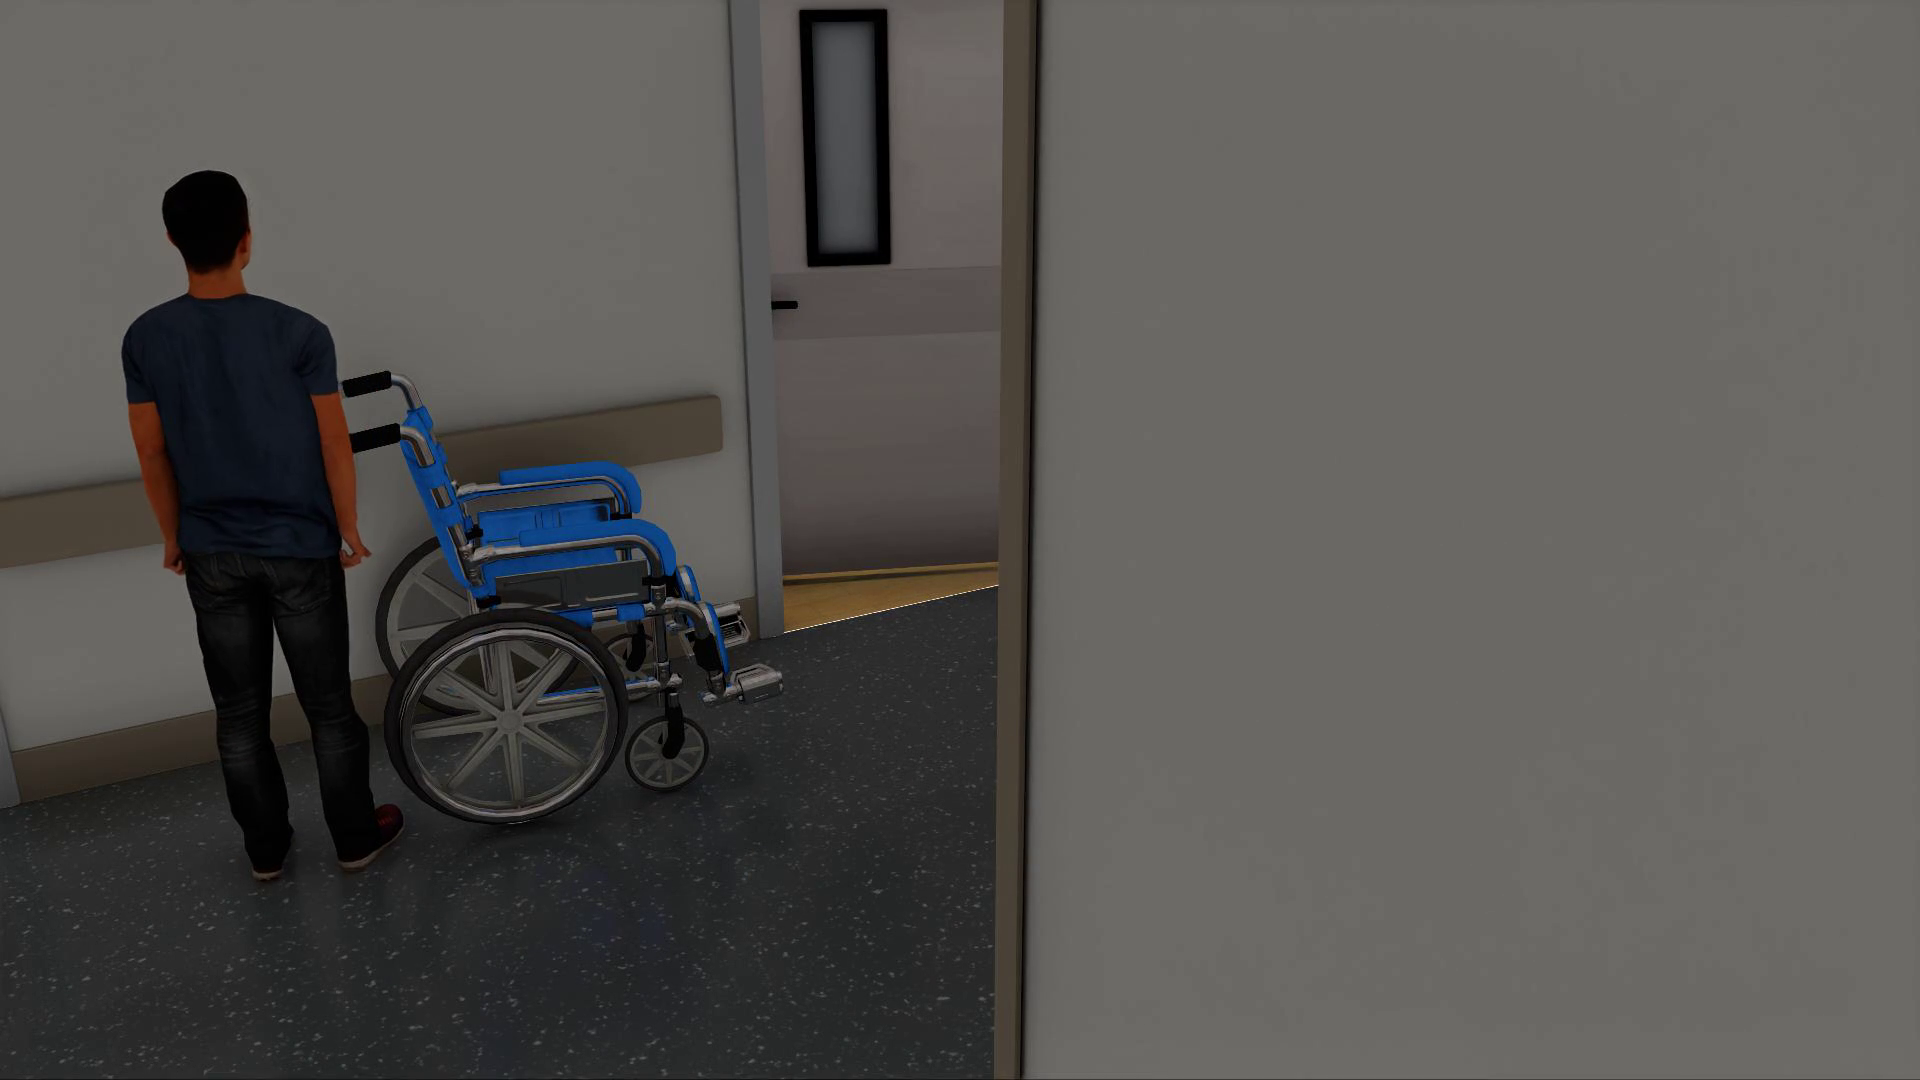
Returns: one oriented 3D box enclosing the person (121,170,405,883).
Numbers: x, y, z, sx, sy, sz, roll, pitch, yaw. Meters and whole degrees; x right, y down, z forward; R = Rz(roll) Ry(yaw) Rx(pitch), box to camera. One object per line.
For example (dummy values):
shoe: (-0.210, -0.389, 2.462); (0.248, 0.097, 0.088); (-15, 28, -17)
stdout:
person: (-1.740, 0.002, 4.133); (0.625, 1.810, 0.778); (-3, 21, -7)
